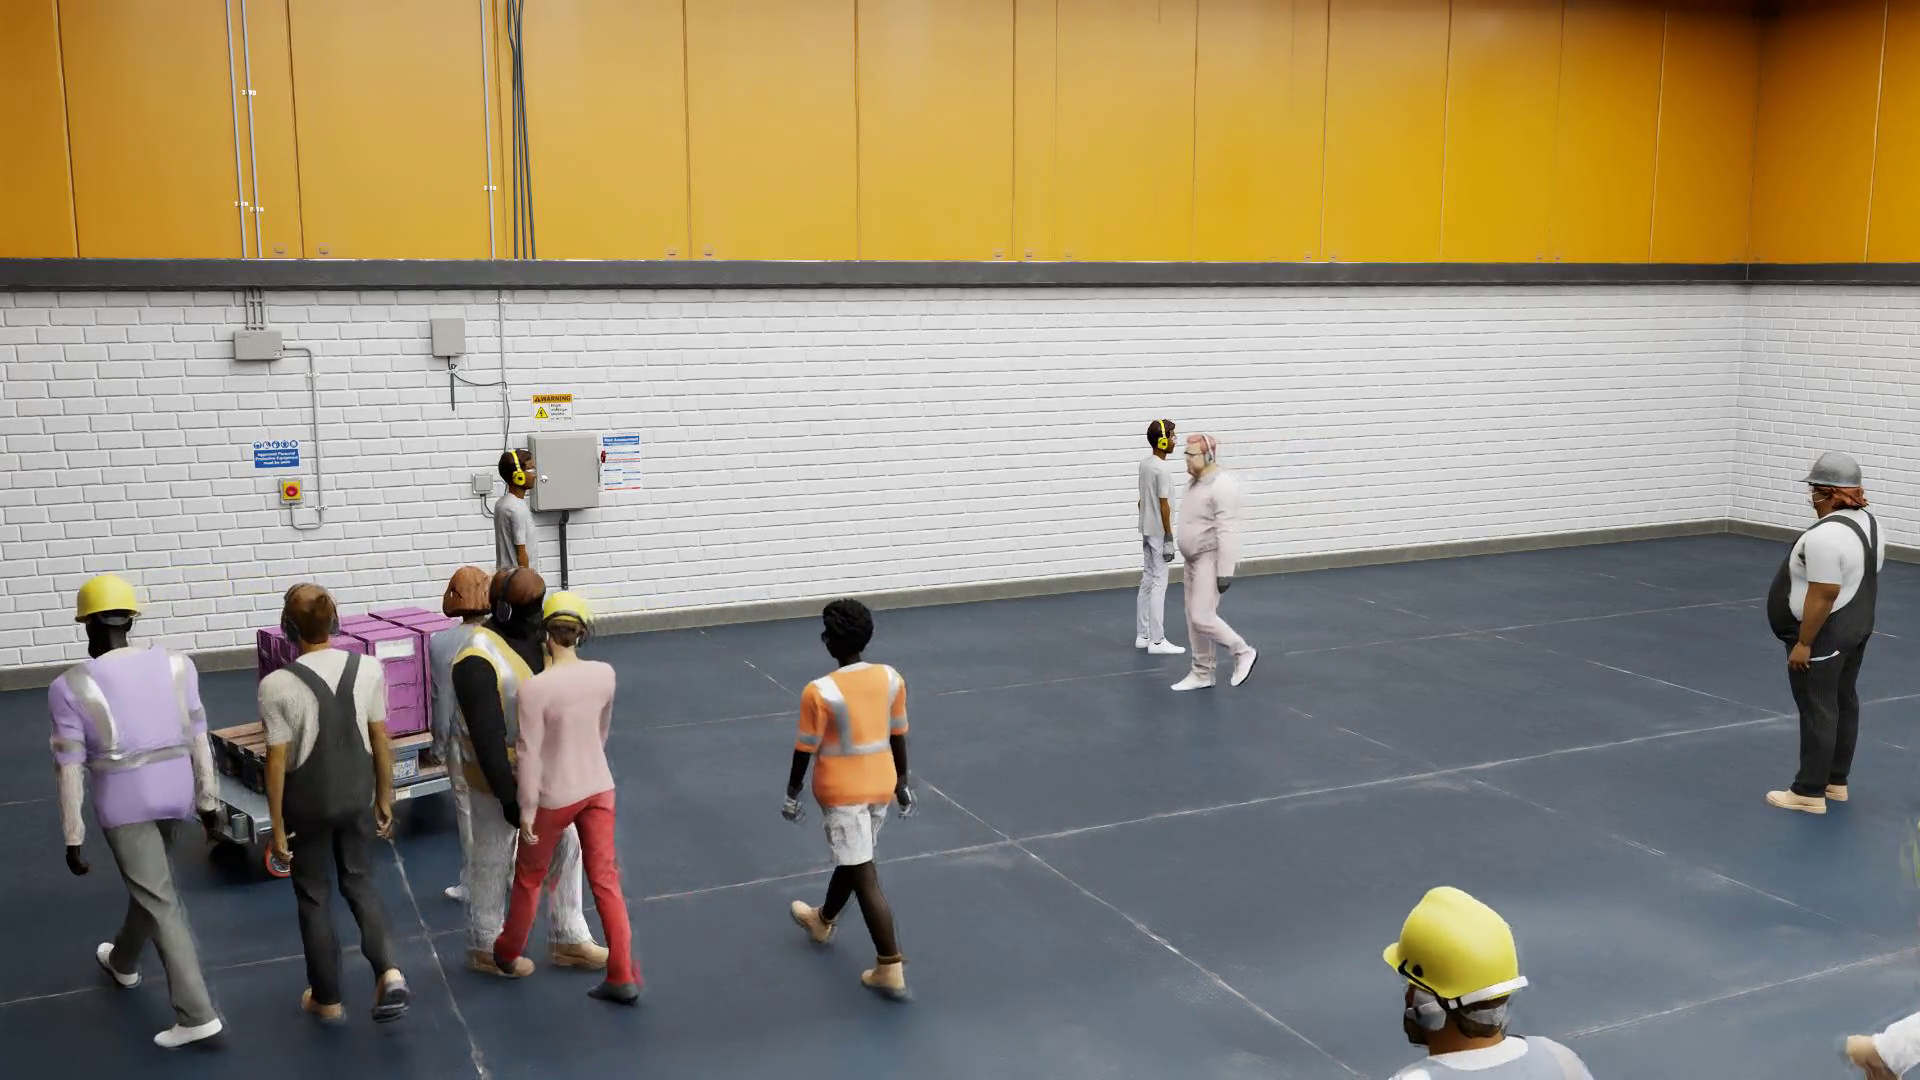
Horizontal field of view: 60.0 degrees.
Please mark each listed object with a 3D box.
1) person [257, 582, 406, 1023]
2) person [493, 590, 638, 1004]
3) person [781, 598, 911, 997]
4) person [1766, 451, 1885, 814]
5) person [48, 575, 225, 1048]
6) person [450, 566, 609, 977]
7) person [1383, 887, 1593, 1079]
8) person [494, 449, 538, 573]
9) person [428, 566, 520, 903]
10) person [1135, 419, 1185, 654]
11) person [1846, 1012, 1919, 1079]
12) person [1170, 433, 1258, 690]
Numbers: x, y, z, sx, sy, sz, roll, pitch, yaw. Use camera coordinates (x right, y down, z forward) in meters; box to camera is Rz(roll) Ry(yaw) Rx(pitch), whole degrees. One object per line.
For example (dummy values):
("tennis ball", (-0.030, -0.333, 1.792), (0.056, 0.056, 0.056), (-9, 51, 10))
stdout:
("person", (-2.483, 1.072, 6.600), (0.571, 1.829, 0.510), (9, 13, 44))
("person", (-1.669, 1.069, 6.999), (0.892, 1.700, 0.544), (8, 12, 40))
("person", (-0.498, 1.066, 7.134), (0.877, 1.646, 0.537), (8, 12, 42))
("person", (4.851, 0.508, 9.415), (0.672, 2.000, 0.536), (-8, 12, -39))
("person", (-3.312, 1.063, 6.712), (1.159, 1.816, 0.602), (6, 11, 34))
("person", (-1.808, 1.003, 7.044), (0.745, 1.811, 0.648), (4, 10, 21))
("person", (0.991, 1.593, 3.427), (0.602, 1.826, 0.585), (-5, 10, -28))
("person", (-2.905, 0.328, 11.048), (0.328, 1.876, 0.514), (-5, 10, -28))
("person", (-2.329, 0.934, 8.034), (0.269, 1.632, 0.509), (8, 12, 40))
("person", (1.592, -0.029, 13.278), (0.329, 1.872, 0.508), (-3, 10, -17))
("person", (3.559, 1.201, 5.801), (0.617, 1.820, 0.657), (5, 10, 28))
("person", (1.815, 0.172, 11.970), (0.536, 1.898, 0.650), (-2, 9, -13))
